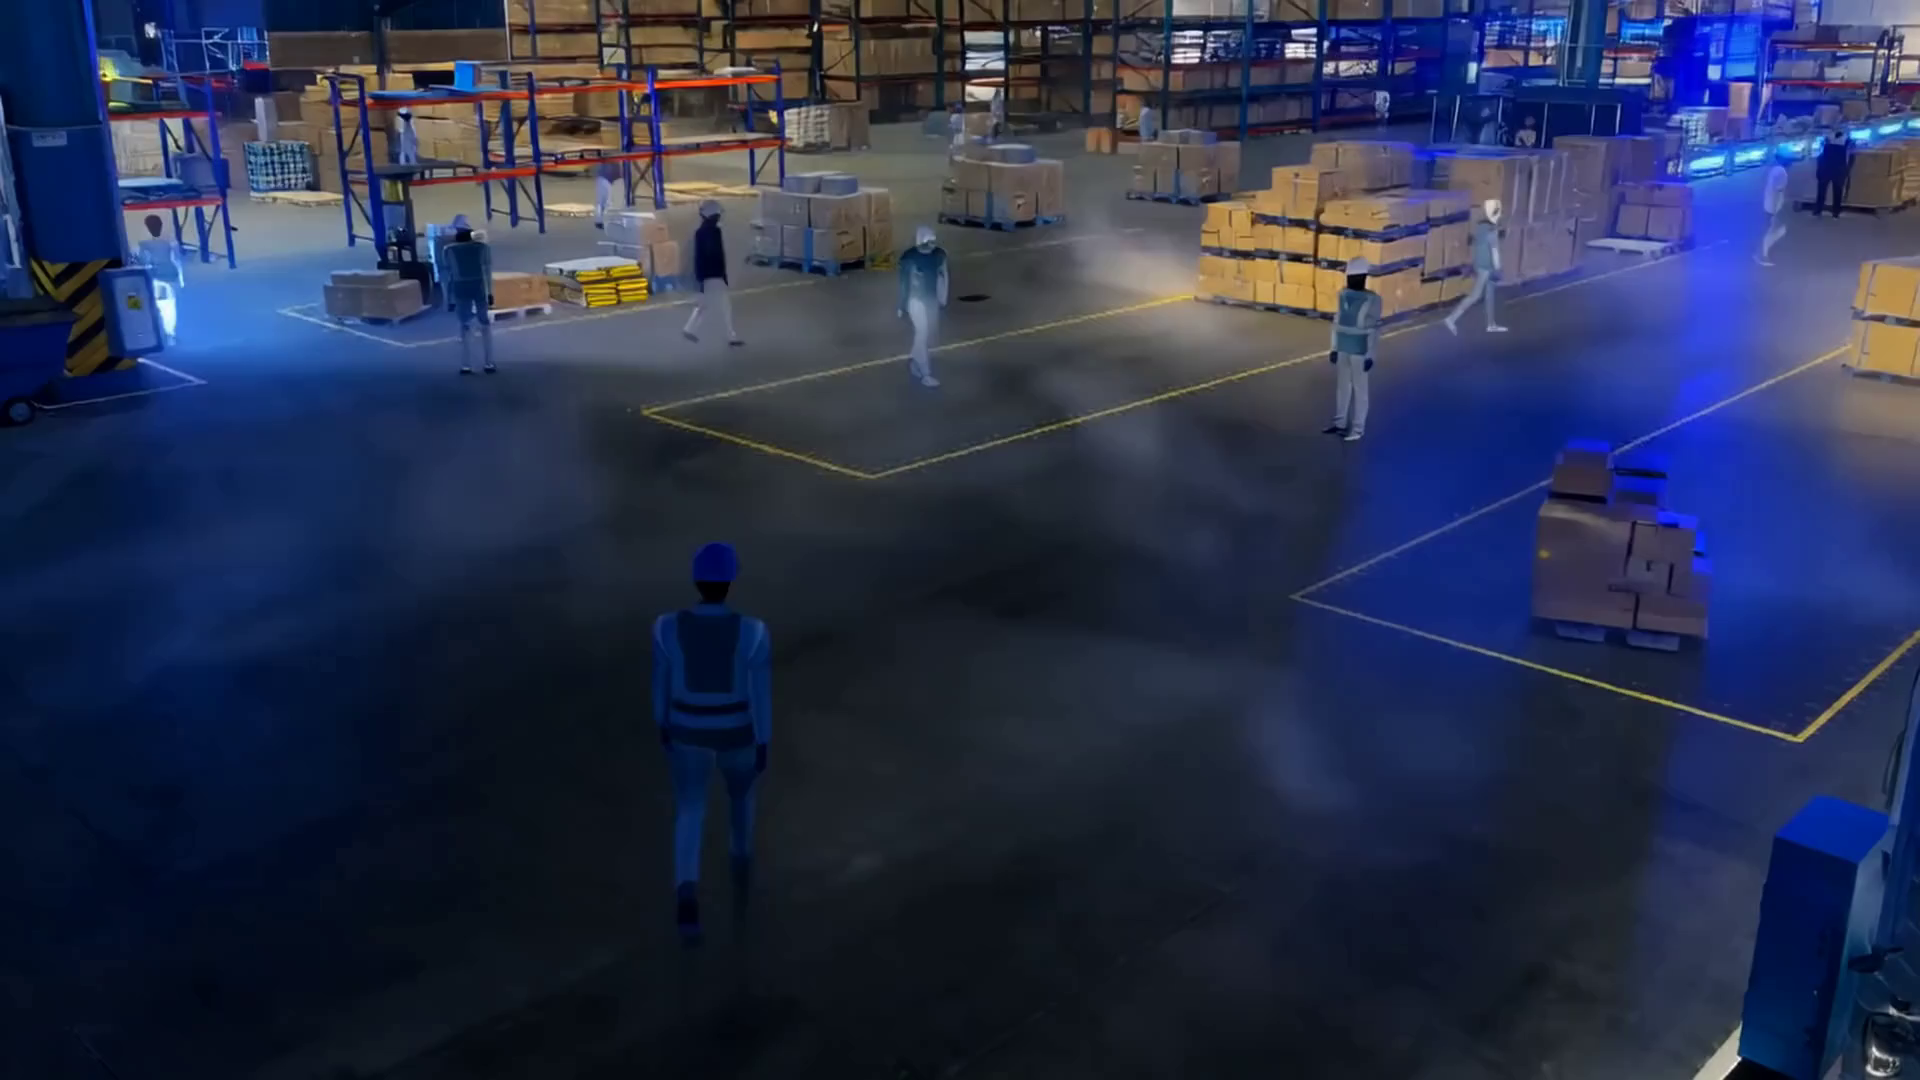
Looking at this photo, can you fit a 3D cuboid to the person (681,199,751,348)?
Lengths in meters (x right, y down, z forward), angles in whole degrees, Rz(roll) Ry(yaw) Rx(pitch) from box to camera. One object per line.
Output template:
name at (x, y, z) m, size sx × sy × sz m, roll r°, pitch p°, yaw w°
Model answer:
person at (-3.268, -3.489, 21.756) m, size 1.004 × 1.950 × 0.626 m, roll 3°, pitch 19°, yaw 10°

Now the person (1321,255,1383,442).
person at (4.080, -1.988, 17.261) m, size 0.363 × 1.928 × 0.587 m, roll -12°, pitch 22°, yaw -33°

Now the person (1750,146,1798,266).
person at (13.784, -5.621, 28.066) m, size 0.449 × 2.027 × 0.606 m, roll 3°, pitch 19°, yaw 9°

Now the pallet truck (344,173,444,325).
pallet truck at (-8.209, -4.181, 23.757) m, size 0.823 × 1.965 × 1.885 m, roll 3°, pitch 19°, yaw 9°

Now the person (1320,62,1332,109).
person at (13.545, -16.696, 61.557) m, size 0.635 × 1.937 × 0.352 m, roll -11°, pitch 21°, yaw -30°

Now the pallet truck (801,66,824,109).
pallet truck at (-4.812, -15.182, 56.903) m, size 0.823 × 1.965 × 1.885 m, roll -9°, pitch 21°, yaw -26°

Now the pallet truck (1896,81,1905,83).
pallet truck at (34.802, -16.331, 61.455) m, size 0.653 × 1.274 × 1.630 m, roll 17°, pitch 25°, yaw 41°

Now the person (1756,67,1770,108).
person at (31.701, -17.811, 65.455) m, size 0.602 × 1.590 × 0.553 m, roll 2°, pitch 18°, yaw 6°

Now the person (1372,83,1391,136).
person at (13.444, -13.730, 53.052) m, size 0.533 × 1.660 × 0.831 m, roll 13°, pitch 22°, yaw 33°

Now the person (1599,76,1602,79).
person at (22.129, -15.570, 58.213) m, size 0.646 × 1.907 × 0.401 m, roll 15°, pitch 23°, yaw 37°

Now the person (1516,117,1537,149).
person at (13.205, -9.071, 38.981) m, size 0.544 × 1.678 × 0.672 m, roll -5°, pitch 19°, yaw -16°

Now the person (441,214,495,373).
person at (-5.999, -3.003, 20.325) m, size 0.589 × 1.924 × 0.383 m, roll -10°, pitch 21°, yaw -27°

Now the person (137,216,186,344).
person at (-10.659, -3.486, 22.194) m, size 0.549 × 1.642 × 0.858 m, roll -12°, pitch 22°, yaw -32°

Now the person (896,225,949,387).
person at (-0.473, -2.832, 19.884) m, size 0.628 × 1.891 × 0.987 m, roll -9°, pitch 21°, yaw -26°

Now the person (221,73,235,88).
person at (-23.707, -14.181, 54.031) m, size 0.583 × 1.910 × 0.390 m, roll 10°, pitch 21°, yaw 28°

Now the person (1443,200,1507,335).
person at (7.050, -3.692, 22.574) m, size 0.989 × 1.827 × 0.513 m, roll -4°, pitch 19°, yaw -12°

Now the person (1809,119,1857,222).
person at (17.627, -7.467, 33.591) m, size 0.689 × 2.000 × 0.539 m, roll 15°, pitch 24°, yaw 39°

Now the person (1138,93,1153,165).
person at (4.763, -10.516, 42.948) m, size 0.432 × 1.952 × 0.655 m, roll -5°, pitch 19°, yaw -16°

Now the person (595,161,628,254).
person at (-5.817, -5.380, 27.646) m, size 0.748 × 1.825 × 0.625 m, roll 9°, pitch 20°, yaw 25°

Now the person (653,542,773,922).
person at (-1.243, 0.969, 8.375) m, size 0.604 × 1.919 × 0.851 m, roll 0°, pitch 18°, yaw -1°

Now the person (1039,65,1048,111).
person at (3.066, -16.588, 61.281) m, size 0.401 × 1.906 × 0.650 m, roll -8°, pitch 20°, yaw -22°

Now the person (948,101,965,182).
person at (-0.104, -9.728, 40.588) m, size 0.399 × 1.928 × 0.542 m, roll 11°, pitch 21°, yaw 30°

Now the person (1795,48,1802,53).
person at (42.593, -24.299, 84.564) m, size 0.543 × 1.881 × 1.031 m, roll -10°, pitch 21°, yaw -28°

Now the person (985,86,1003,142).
person at (1.059, -13.064, 51.017) m, size 0.434 × 1.681 × 0.551 m, roll -7°, pitch 20°, yaw -21°

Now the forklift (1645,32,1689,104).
forklift at (28.735, -19.058, 67.200) m, size 1.129 × 2.768 × 1.873 m, roll 17°, pitch 24°, yaw 41°

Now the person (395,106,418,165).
person at (-13.613, -9.786, 40.914) m, size 0.522 × 1.824 × 0.697 m, roll -10°, pitch 21°, yaw -27°

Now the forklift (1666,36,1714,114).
forklift at (27.341, -17.291, 61.877) m, size 1.129 × 2.768 × 1.873 m, roll 17°, pitch 25°, yaw 41°

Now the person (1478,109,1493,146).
person at (12.065, -8.849, 37.975) m, size 0.828 × 1.911 × 0.544 m, roll 6°, pitch 19°, yaw 16°
